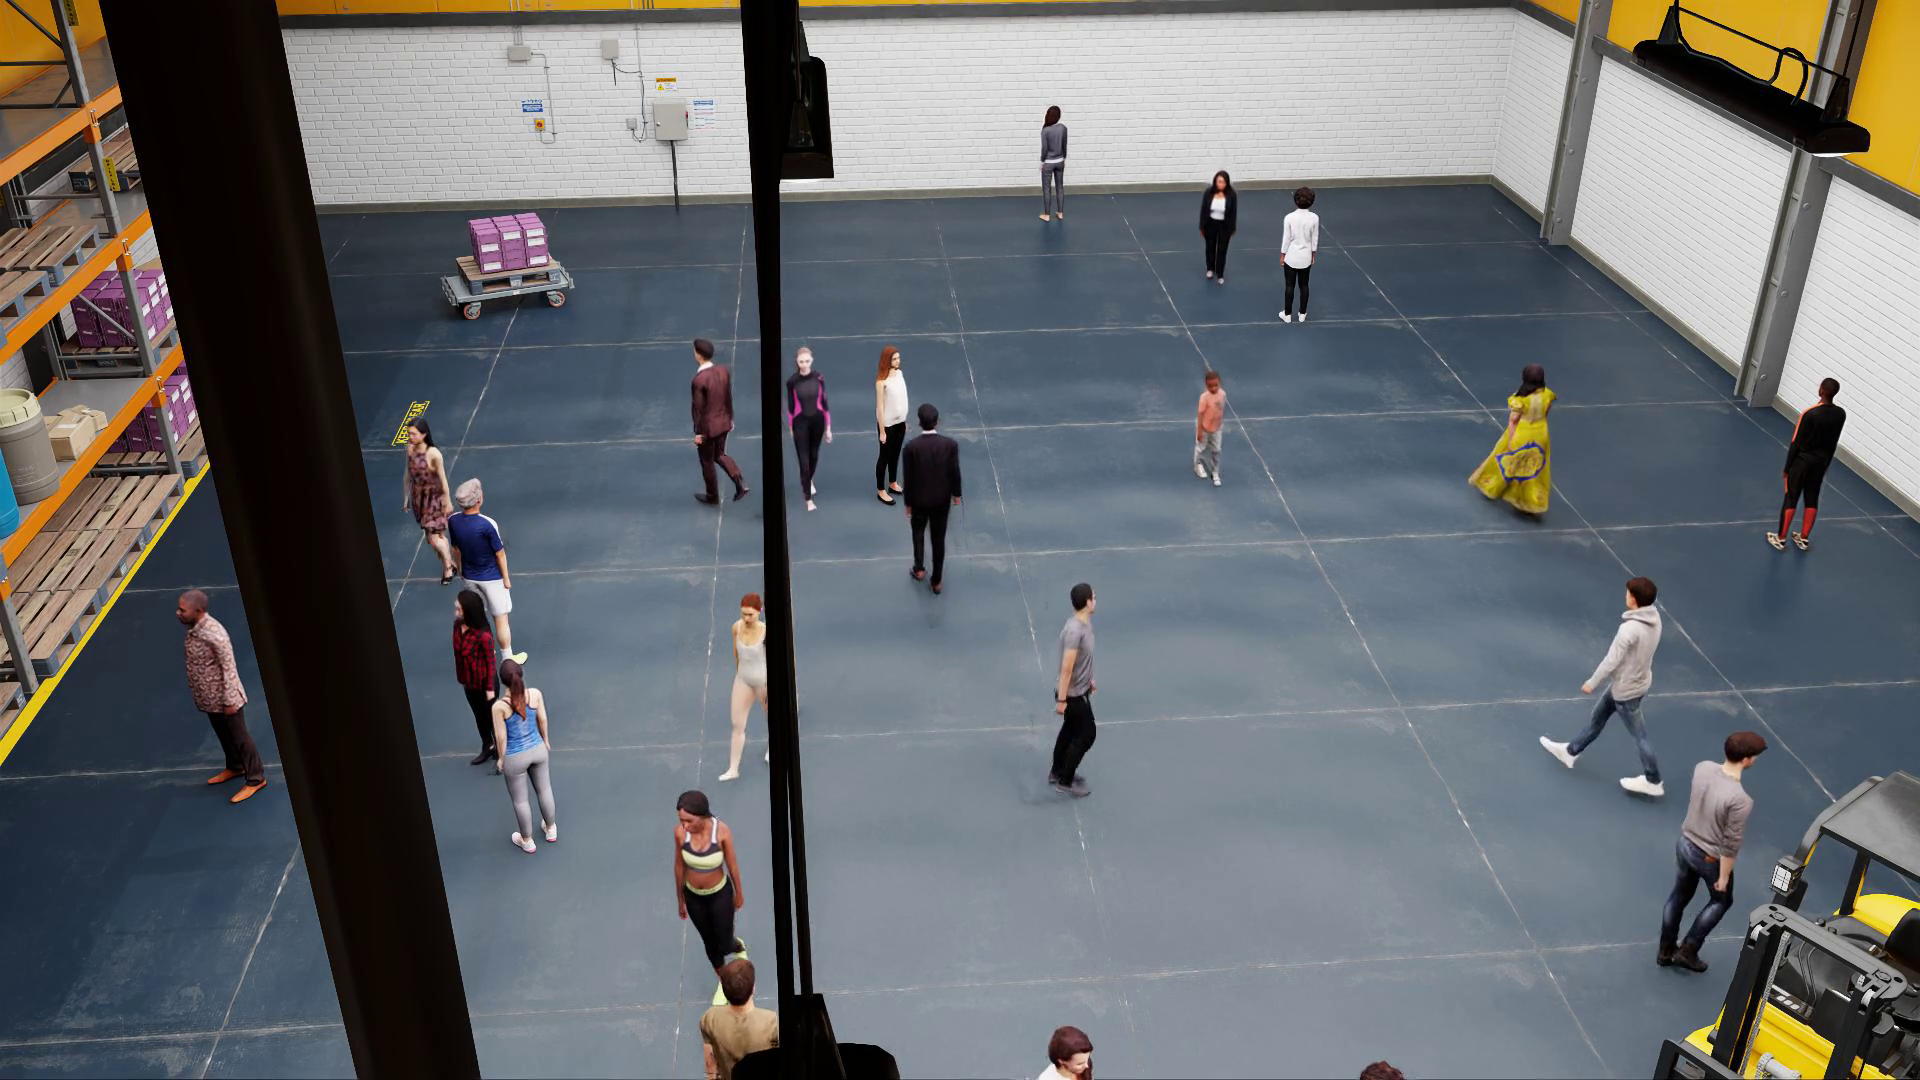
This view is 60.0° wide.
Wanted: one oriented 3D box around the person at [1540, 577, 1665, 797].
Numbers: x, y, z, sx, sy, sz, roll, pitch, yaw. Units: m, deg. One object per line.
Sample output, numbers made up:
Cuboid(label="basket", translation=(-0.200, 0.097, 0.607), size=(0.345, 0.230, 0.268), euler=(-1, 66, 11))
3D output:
Cuboid(label="person", translation=(5.246, 1.198, 12.836), size=(1.244, 1.797, 1.234), euler=(20, 34, 32))

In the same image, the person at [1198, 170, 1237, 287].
Cuboid(label="person", translation=(3.611, -4.420, 23.351), size=(0.798, 1.590, 0.961), euler=(4, 29, 8))

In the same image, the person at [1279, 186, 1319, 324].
Cuboid(label="person", translation=(4.462, -3.757, 21.908), size=(0.620, 1.809, 0.554), euler=(-1, 29, -2))

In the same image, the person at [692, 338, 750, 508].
Cuboid(label="person", translation=(-2.488, -1.159, 17.102), size=(1.020, 1.849, 0.983), euler=(18, 33, 29))

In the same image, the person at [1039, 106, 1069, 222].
Cuboid(label="person", translation=(1.452, -5.853, 25.793), size=(0.678, 1.768, 0.650), euler=(-13, 31, -23))

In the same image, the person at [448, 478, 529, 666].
Cuboid(label="person", translation=(-4.135, 0.309, 14.423), size=(0.704, 1.839, 0.676), euler=(7, 29, 13))

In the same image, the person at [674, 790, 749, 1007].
Cuboid(label="person", translation=(-1.628, 2.279, 10.917), size=(0.652, 1.736, 0.759), euler=(3, 29, 5))

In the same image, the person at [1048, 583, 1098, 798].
Cuboid(label="person", translation=(0.846, 1.187, 12.948), size=(0.840, 1.708, 0.609), euler=(10, 30, 17))

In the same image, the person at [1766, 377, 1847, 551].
Cuboid(label="person", translation=(8.376, -0.753, 16.404), size=(0.604, 1.806, 0.536), euler=(-3, 29, -6))

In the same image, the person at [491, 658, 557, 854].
Cuboid(label="person", translation=(-3.238, 1.585, 12.324), size=(0.652, 1.608, 0.686), euler=(-22, 36, -35))

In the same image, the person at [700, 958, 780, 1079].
Cuboid(label="person", translation=(-1.170, 3.132, 9.249), size=(0.862, 1.836, 1.122), euler=(5, 29, 10))

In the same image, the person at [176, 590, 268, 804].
Cuboid(label="person", translation=(-5.732, 1.169, 12.877), size=(0.767, 1.808, 0.838), euler=(23, 36, 36))

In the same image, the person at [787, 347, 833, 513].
Cuboid(label="person", translation=(-1.583, -1.216, 17.352), size=(0.715, 1.710, 1.124), euler=(-8, 30, -15))

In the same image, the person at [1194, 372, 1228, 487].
Cuboid(label="person", translation=(2.666, -1.254, 17.862), size=(0.570, 1.288, 0.820), euler=(-10, 30, -18))

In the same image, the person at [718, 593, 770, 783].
Cuboid(label="person", translation=(-1.573, 1.090, 13.224), size=(0.831, 1.615, 1.030), euler=(11, 30, 19))

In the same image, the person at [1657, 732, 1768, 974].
Cuboid(label="person", translation=(4.893, 2.102, 11.084), size=(0.815, 1.888, 0.694), euler=(-9, 30, -17))

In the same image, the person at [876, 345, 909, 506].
Cuboid(label="person", translation=(-0.725, -1.219, 17.346), size=(0.718, 1.721, 0.633), euler=(18, 33, 29))

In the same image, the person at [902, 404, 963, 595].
Cuboid(label="person", translation=(-0.260, -0.344, 15.593), size=(0.714, 1.863, 0.678), euler=(-2, 29, -4))

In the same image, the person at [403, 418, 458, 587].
Cuboid(label="person", translation=(-4.963, -0.383, 15.771), size=(0.816, 1.763, 0.875), euler=(15, 32, 25))

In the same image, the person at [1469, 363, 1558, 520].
Cuboid(label="person", translation=(5.839, -0.995, 17.043), size=(0.810, 1.619, 1.105), euler=(-5, 29, -9))

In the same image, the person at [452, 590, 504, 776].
Cuboid(label="person", translation=(-3.800, 1.095, 13.177), size=(0.663, 1.651, 0.714), euler=(23, 36, 35))
